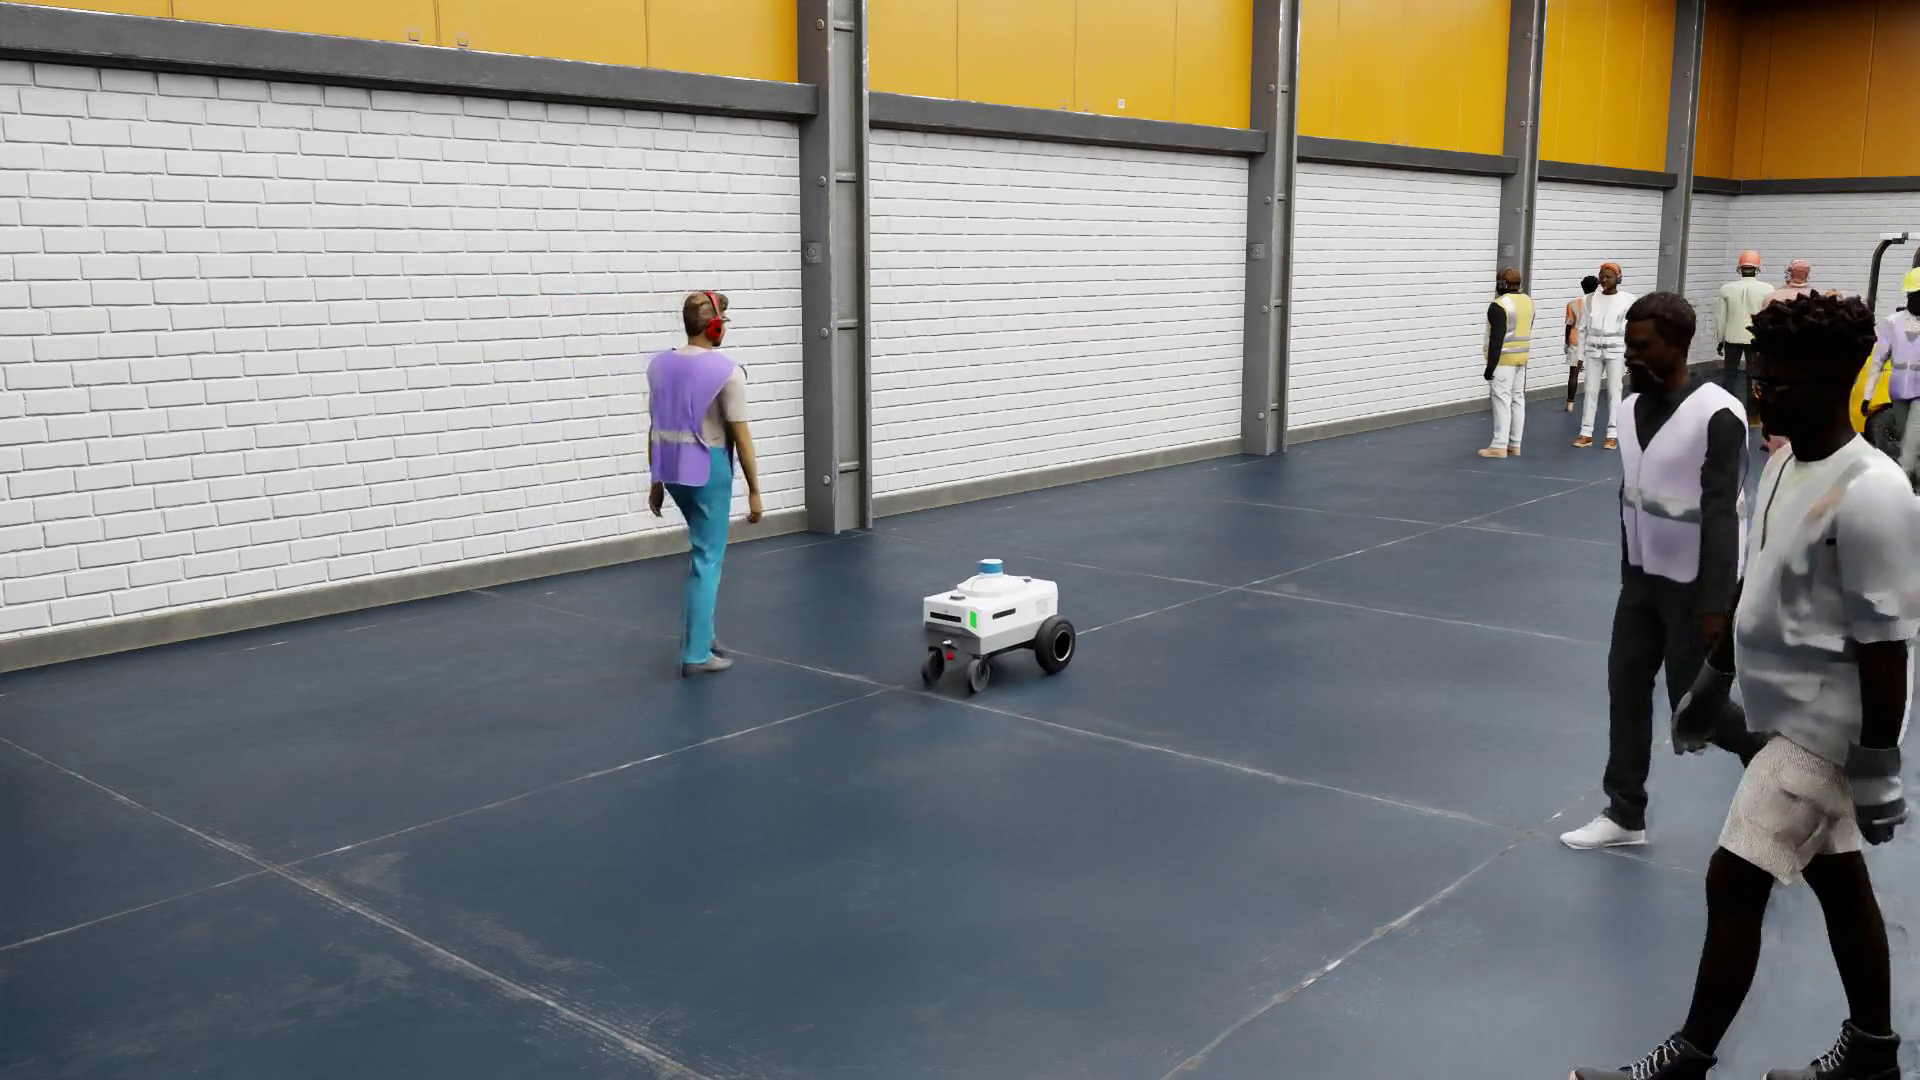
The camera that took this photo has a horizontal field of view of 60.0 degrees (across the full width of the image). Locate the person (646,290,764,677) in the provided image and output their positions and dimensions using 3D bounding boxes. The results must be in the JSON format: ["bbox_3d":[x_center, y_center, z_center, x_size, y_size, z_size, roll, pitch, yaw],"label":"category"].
[{"bbox_3d":[-1.184,-0.270,7.953,0.594,1.823,0.593,7,12,35],"label":"person"}]

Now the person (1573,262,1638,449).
[{"bbox_3d":[6.535,-1.858,16.834,0.574,1.882,0.358,8,13,38],"label":"person"}]

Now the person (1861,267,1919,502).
[{"bbox_3d":[7.217,-1.125,12.671,0.988,1.870,0.618,-6,12,-32],"label":"person"}]

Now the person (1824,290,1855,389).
[{"bbox_3d":[8.184,-1.533,15.691,0.497,1.633,0.279,2,10,14],"label":"person"}]

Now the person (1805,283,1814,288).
[{"bbox_3d":[10.563,-2.494,21.256,0.520,1.612,0.614,-4,11,-21],"label":"person"}]

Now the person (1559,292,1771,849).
[{"bbox_3d":[2.458,0.126,5.526,0.744,1.892,0.605,-2,10,-13],"label":"person"}]

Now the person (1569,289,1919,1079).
[{"bbox_3d":[1.828,0.406,3.821,0.896,1.930,0.632,2,10,13],"label":"person"}]

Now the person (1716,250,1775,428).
[{"bbox_3d":[8.894,-2.270,18.850,0.611,1.997,0.375,6,12,32],"label":"person"}]

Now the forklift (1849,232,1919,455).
[{"bbox_3d":[9.955,-1.972,16.595,2.313,2.155,1.214,1,10,8],"label":"forklift"}]

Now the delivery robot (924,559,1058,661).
[{"bbox_3d":[0.149,0.334,7.862,0.477,0.478,0.707,8,13,38],"label":"delivery robot"}]

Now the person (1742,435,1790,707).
[{"bbox_3d":[3.658,-0.117,7.270,0.329,1.763,0.523,7,12,36],"label":"person"}]

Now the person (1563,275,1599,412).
[{"bbox_3d":[7.735,-2.416,20.558,0.534,1.691,0.318,2,10,13],"label":"person"}]

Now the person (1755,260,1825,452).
[{"bbox_3d":[8.263,-1.818,16.538,0.653,1.906,0.408,3,10,15],"label":"person"}]

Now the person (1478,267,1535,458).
[{"bbox_3d":[5.293,-1.719,16.157,0.624,1.845,0.430,-8,13,-39],"label":"person"}]
